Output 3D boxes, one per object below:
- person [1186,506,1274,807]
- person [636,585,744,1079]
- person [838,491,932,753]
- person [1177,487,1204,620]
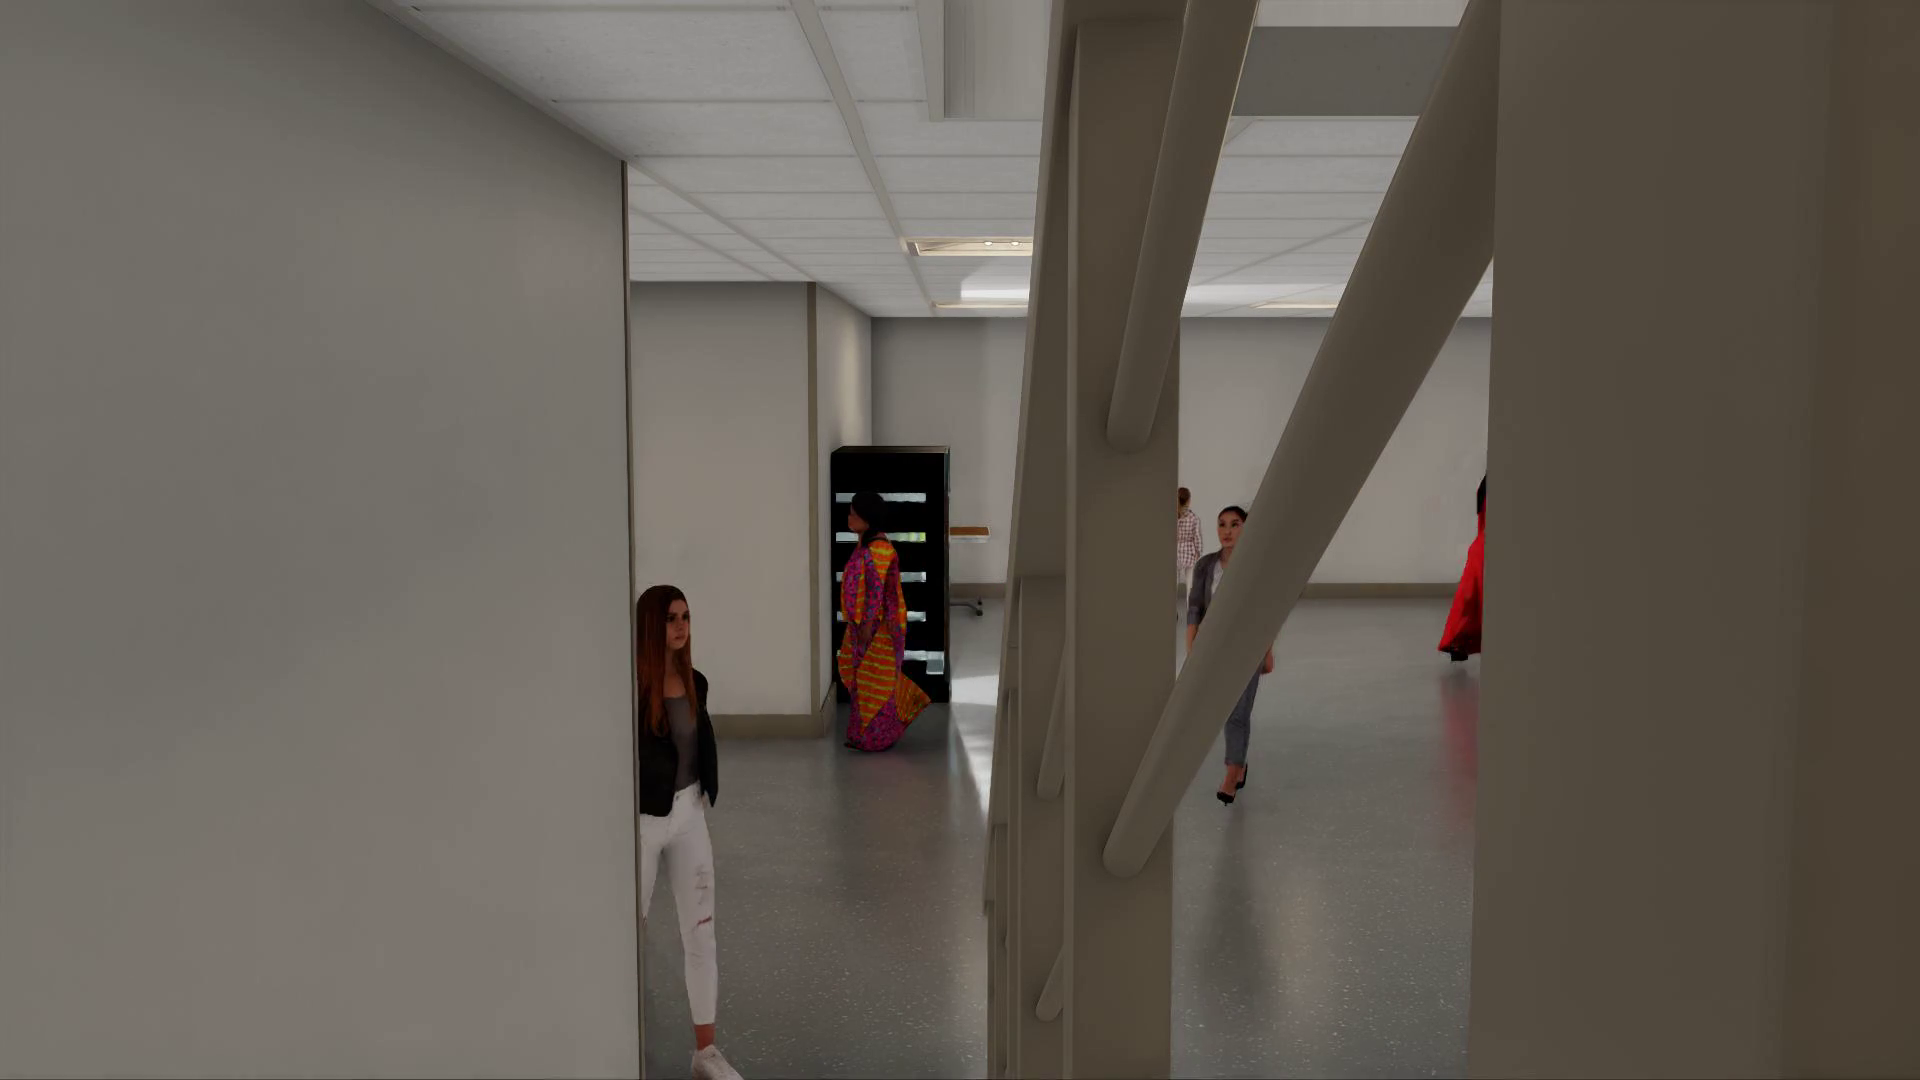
[{"bbox_3d":[1.551,0.654,9.365,0.881,1.629,1.154,2,6,20],"label":"person"},{"bbox_3d":[-1.086,1.003,5.686,1.049,1.672,1.151,-5,8,-41],"label":"person"},{"bbox_3d":[-0.480,0.509,10.578,0.815,1.659,0.844,-1,6,-12],"label":"person"},{"bbox_3d":[2.156,0.135,16.119,0.592,1.310,0.587,2,6,19],"label":"person"}]
